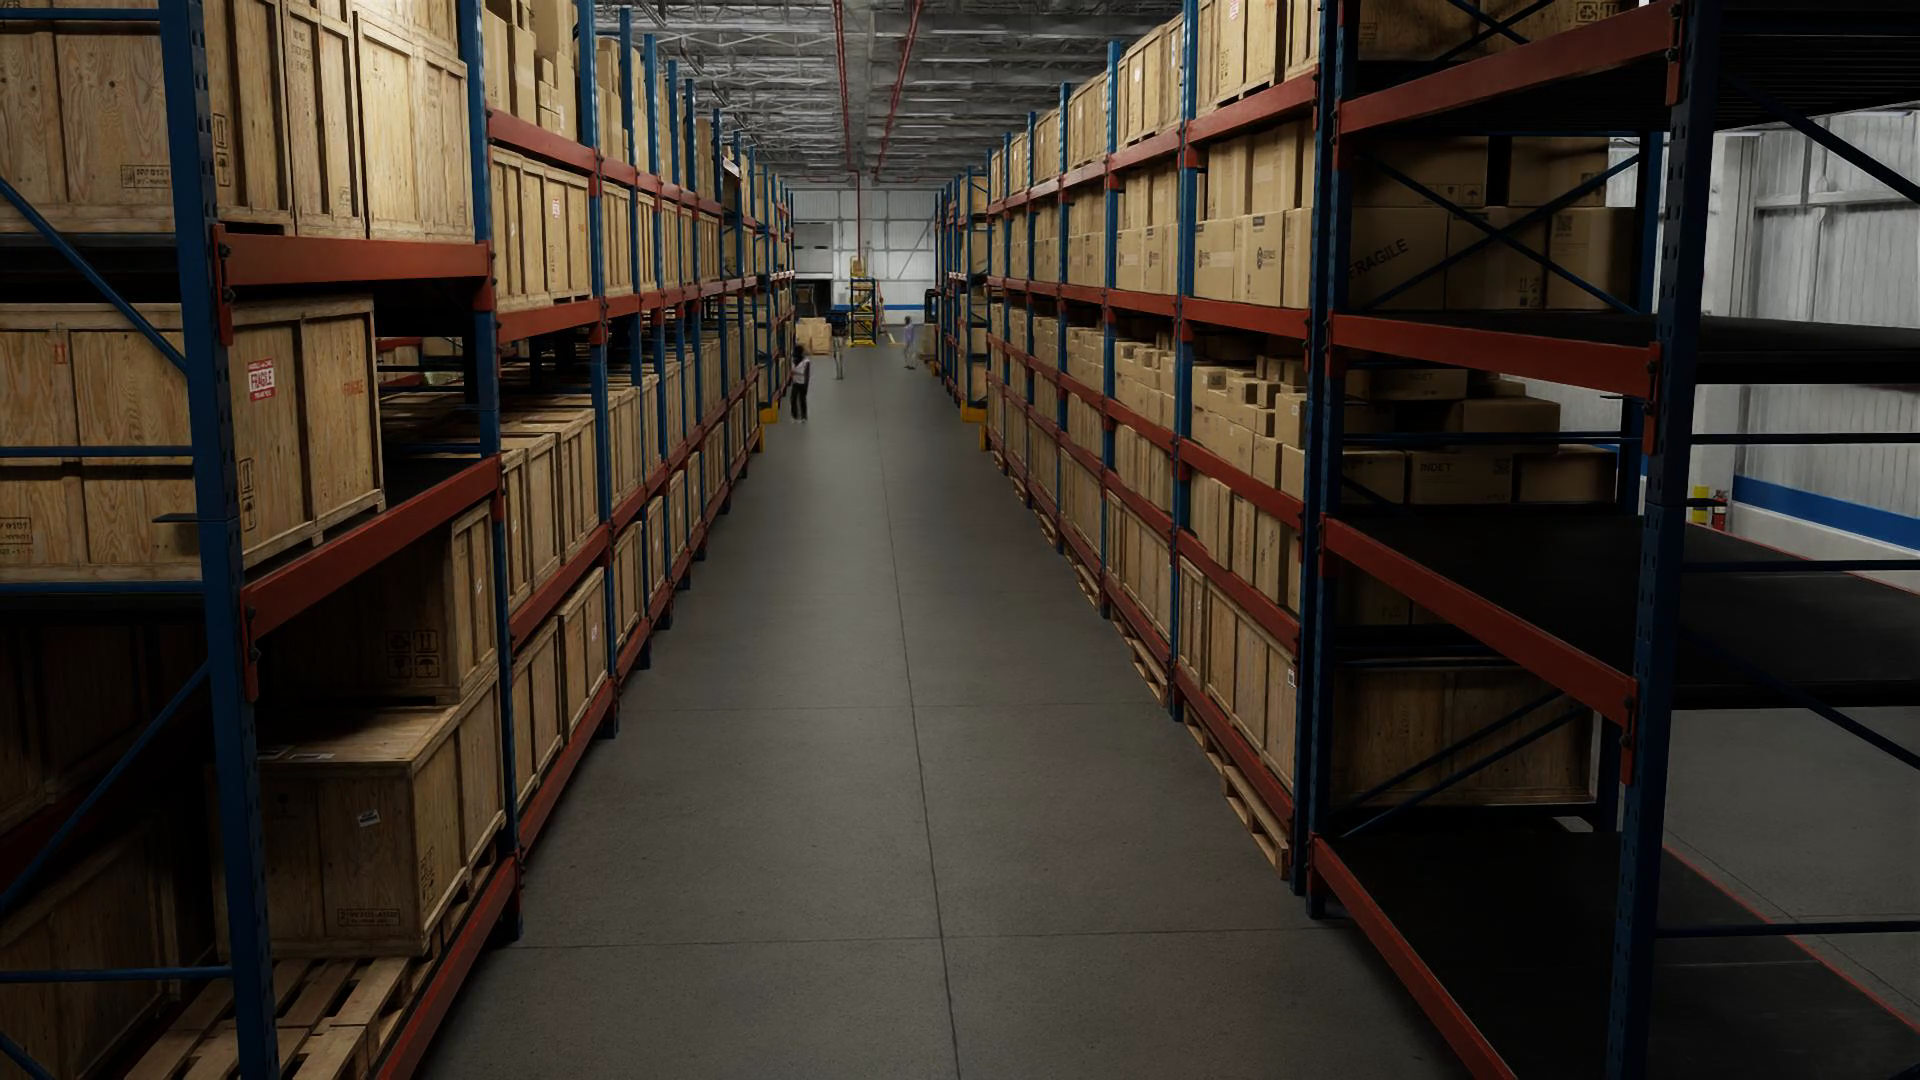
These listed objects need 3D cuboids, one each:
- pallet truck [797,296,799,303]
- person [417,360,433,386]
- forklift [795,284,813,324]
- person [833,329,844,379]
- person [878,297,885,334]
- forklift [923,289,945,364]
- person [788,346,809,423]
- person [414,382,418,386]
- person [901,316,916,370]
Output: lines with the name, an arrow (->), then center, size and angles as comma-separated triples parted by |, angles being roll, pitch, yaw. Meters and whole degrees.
pallet truck -> -8.622, -12.439, 91.403 | 1.885, 1.965, 0.823 | 2, 10, 13
person -> -11.409, -2.933, 35.190 | 0.969, 1.795, 0.596 | -3, 10, -19
forklift -> -7.298, -10.501, 77.197 | 1.129, 2.768, 1.873 | -1, 10, -4
person -> -3.988, -6.086, 54.531 | 0.315, 1.636, 0.515 | 5, 11, 26
person -> -4.225, -12.042, 89.204 | 0.354, 1.938, 0.635 | -1, 10, -3
forklift -> -0.808, -8.117, 62.956 | 1.129, 2.768, 1.873 | -1, 10, -3
person -> -3.823, -3.690, 39.545 | 0.618, 1.858, 0.770 | 6, 11, 30
person -> -12.355, -3.331, 38.139 | 0.701, 1.601, 0.494 | 0, 10, 1
person -> -1.863, -7.013, 59.244 | 0.642, 1.918, 0.651 | -3, 10, -17
